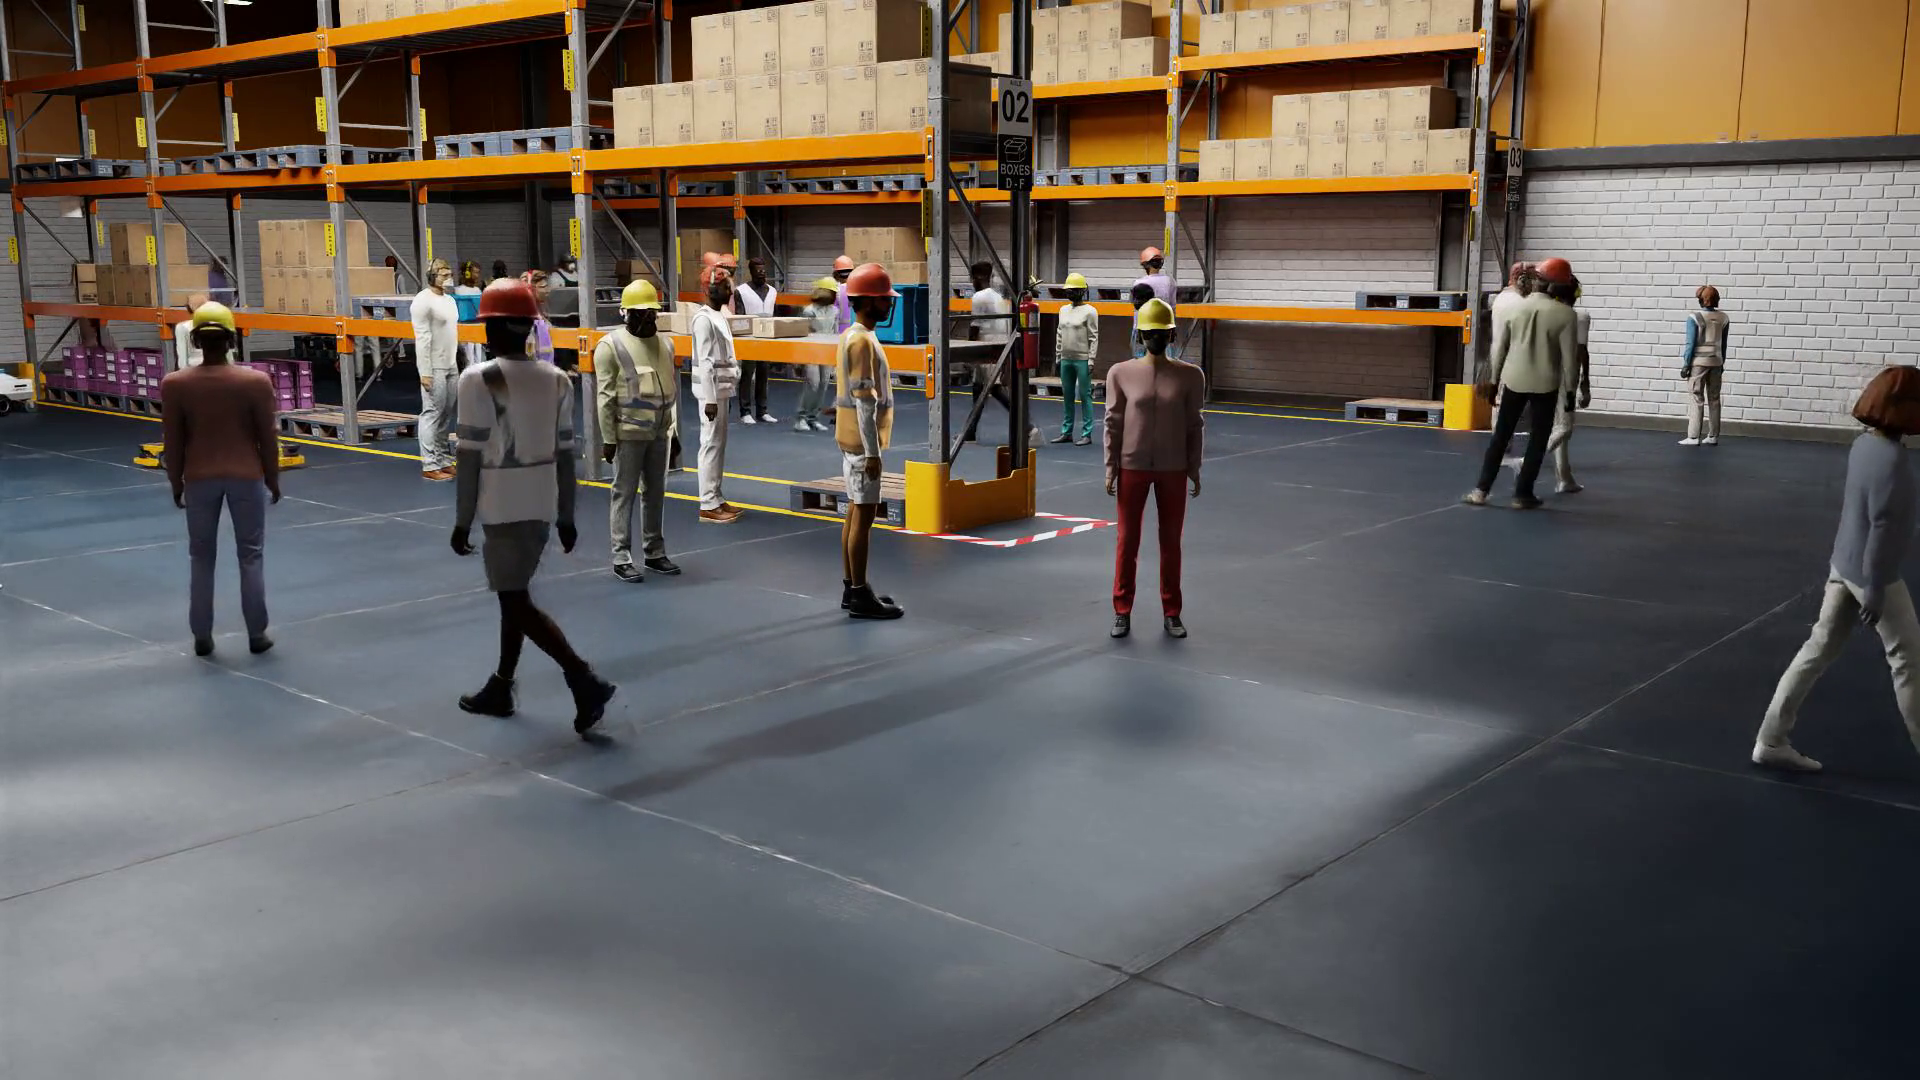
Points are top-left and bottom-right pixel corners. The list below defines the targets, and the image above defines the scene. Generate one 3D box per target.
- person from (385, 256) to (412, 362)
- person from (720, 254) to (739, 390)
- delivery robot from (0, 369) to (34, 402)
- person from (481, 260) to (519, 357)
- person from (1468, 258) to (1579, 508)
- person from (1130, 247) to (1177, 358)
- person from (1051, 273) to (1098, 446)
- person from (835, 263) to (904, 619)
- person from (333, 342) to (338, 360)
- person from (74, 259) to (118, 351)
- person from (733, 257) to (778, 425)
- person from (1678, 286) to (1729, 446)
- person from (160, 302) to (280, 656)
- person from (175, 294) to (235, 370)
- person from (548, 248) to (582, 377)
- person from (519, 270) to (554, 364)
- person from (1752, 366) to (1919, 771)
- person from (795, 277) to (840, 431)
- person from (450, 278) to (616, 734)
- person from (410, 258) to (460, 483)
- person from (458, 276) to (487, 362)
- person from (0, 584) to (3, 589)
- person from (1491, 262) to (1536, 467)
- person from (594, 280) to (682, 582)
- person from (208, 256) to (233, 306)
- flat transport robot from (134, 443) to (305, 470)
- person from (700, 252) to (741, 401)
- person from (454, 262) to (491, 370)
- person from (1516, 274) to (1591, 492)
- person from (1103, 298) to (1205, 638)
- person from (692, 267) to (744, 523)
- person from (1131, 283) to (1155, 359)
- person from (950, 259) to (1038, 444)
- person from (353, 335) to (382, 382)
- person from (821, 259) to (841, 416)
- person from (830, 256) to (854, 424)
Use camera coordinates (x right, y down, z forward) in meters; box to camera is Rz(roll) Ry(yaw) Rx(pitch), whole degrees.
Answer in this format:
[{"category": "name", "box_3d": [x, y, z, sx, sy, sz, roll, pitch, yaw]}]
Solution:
[{"category": "person", "box_3d": [-10.071, -4.099, 29.563, 0.584, 1.882, 0.339, 3, 10, 16]}, {"category": "person", "box_3d": [-3.325, -3.116, 23.813, 0.364, 1.935, 0.553, -6, 12, -31]}, {"category": "delivery robot", "box_3d": [-11.635, -1.835, 20.188, 0.477, 0.478, 0.707, 3, 10, 16]}, {"category": "person", "box_3d": [-7.292, -3.541, 26.560, 0.666, 1.821, 0.672, -4, 11, -23]}, {"category": "person", "box_3d": [4.426, -1.215, 12.970, 0.770, 1.945, 0.437, 8, 12, 37]}, {"category": "person", "box_3d": [2.322, -2.515, 20.125, 0.605, 2.034, 0.389, -6, 11, -29]}, {"category": "person", "box_3d": [1.187, -1.855, 17.126, 0.523, 1.769, 0.313, 9, 14, 43]}, {"category": "person", "box_3d": [-0.501, -0.540, 9.143, 0.361, 1.940, 0.543, -2, 10, -10]}, {"category": "person", "box_3d": [-11.238, -4.087, 30.213, 0.507, 1.631, 0.267, 4, 11, 19]}, {"category": "person", "box_3d": [-12.126, -3.020, 23.460, 0.729, 1.868, 0.644, -2, 10, -13]}, {"category": "person", "box_3d": [-2.353, -2.296, 19.205, 0.389, 1.918, 0.590, 10, 14, 43]}, {"category": "person", "box_3d": [7.629, -1.779, 17.051, 0.521, 1.638, 0.311, -3, 10, -18]}, {"category": "person", "box_3d": [-3.666, -0.297, 8.282, 0.528, 1.760, 0.341, -3, 10, -15]}, {"category": "person", "box_3d": [-7.291, -1.592, 16.139, 0.528, 1.589, 0.890, -7, 12, -36]}, {"category": "person", "box_3d": [-6.095, -3.563, 26.068, 0.536, 2.000, 0.701, 6, 12, 32]}, {"category": "person", "box_3d": [-3.484, -1.266, 13.540, 0.388, 1.847, 0.563, -3, 10, -14]}, {"category": "person", "box_3d": [3.485, 0.135, 6.291, 0.847, 1.582, 0.515, 2, 10, 12]}, {"category": "person", "box_3d": [-1.543, -2.041, 18.348, 0.477, 1.714, 0.508, 9, 13, 41]}, {"category": "person", "box_3d": [-1.799, -0.138, 6.969, 0.895, 1.911, 0.541, 6, 12, 31]}, {"category": "person", "box_3d": [-4.532, -1.476, 14.475, 0.359, 1.938, 0.632, 2, 10, 8]}, {"category": "person", "box_3d": [-7.243, -3.106, 24.674, 0.310, 1.624, 0.494, 6, 12, 32]}, {"category": "person", "box_3d": [-5.932, -0.511, 9.842, 0.309, 1.638, 0.511, -7, 12, -34]}, {"category": "person", "box_3d": [5.137, -1.615, 15.410, 0.400, 1.895, 0.652, 0, 10, 2]}, {"category": "person", "box_3d": [-1.939, -0.667, 10.171, 0.404, 1.829, 0.600, 8, 13, 38]}, {"category": "person", "box_3d": [-12.633, -3.889, 28.350, 0.452, 1.888, 0.672, -2, 10, -13]}, {"category": "flat transport robot", "box_3d": [-6.836, -0.794, 15.334, 1.431, 0.197, 0.652, 4, 11, 23]}, {"category": "person", "box_3d": [-3.068, -2.705, 21.365, 0.581, 1.973, 0.634, 7, 12, 34]}, {"category": "person", "box_3d": [-6.097, -2.529, 20.796, 0.492, 1.864, 0.564, 3, 10, 17]}, {"category": "person", "box_3d": [4.893, -1.280, 13.668, 0.743, 1.834, 0.552, -6, 12, -32]}, {"category": "person", "box_3d": [1.006, -0.365, 8.642, 0.525, 1.769, 0.316, 0, 10, 1]}, {"category": "person", "box_3d": [-1.808, -1.073, 12.332, 0.344, 1.883, 0.584, 0, 10, 2]}, {"category": "person", "box_3d": [1.789, -1.725, 16.631, 0.688, 1.664, 0.547, -1, 10, -6]}, {"category": "person", "box_3d": [0.375, -1.913, 17.050, 0.949, 1.919, 0.640, 4, 11, 20]}, {"category": "person", "box_3d": [-8.994, -3.280, 25.081, 0.600, 1.836, 0.404, -6, 12, -31]}, {"category": "person", "box_3d": [-1.344, -2.410, 19.863, 0.744, 1.918, 0.637, 5, 11, 27]}, {"category": "person", "box_3d": [-1.302, -2.280, 19.071, 0.544, 1.933, 0.376, -6, 12, -31]}]
